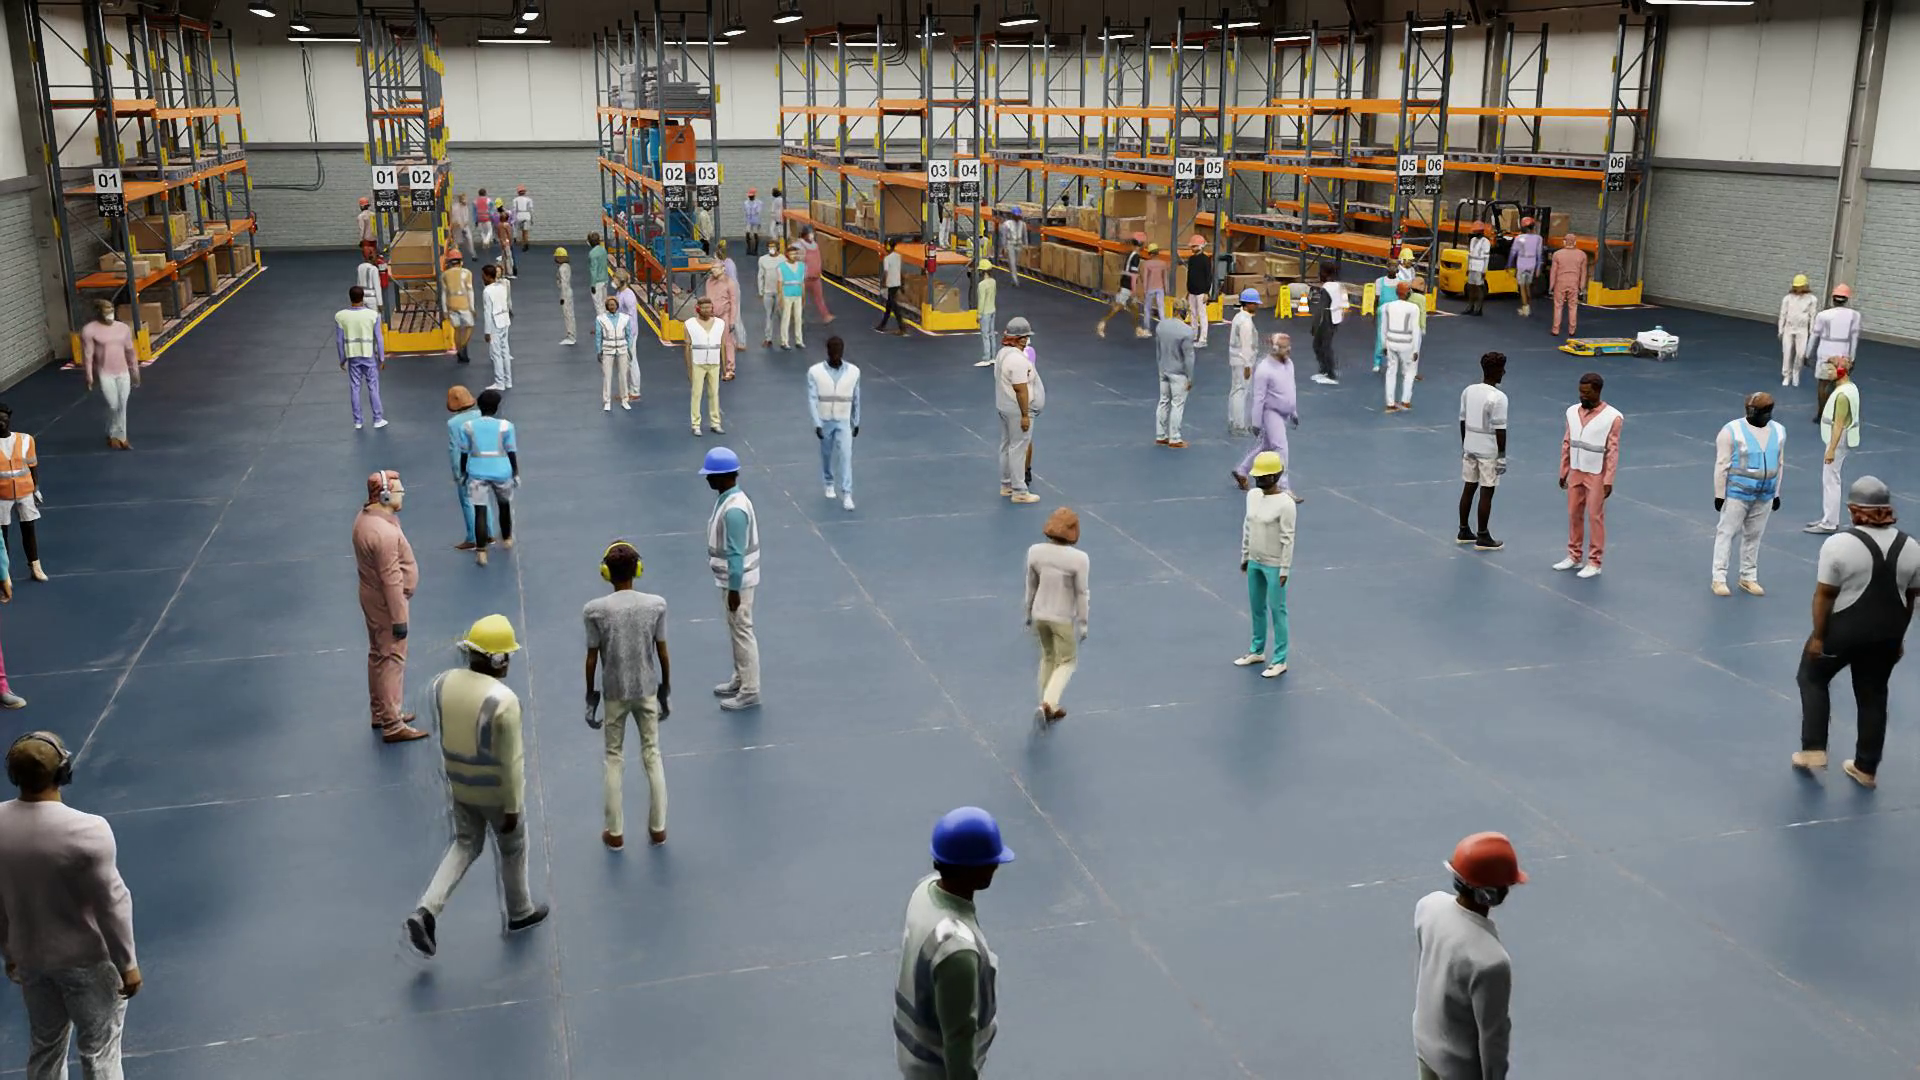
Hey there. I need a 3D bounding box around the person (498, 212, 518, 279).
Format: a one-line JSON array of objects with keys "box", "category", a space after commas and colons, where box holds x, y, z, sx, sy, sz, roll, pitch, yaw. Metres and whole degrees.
[{"box": [-11.200, -7.272, 41.073, 0.306, 1.638, 0.522, -14, 20, -43], "category": "person"}]

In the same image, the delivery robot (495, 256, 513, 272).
[{"box": [-11.526, -7.029, 42.055, 0.477, 0.478, 0.707, -7, 16, -24], "category": "delivery robot"}]

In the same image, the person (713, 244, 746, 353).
[{"box": [-4.110, -4.230, 29.160, 0.618, 1.903, 0.635, -9, 17, -30], "category": "person"}]

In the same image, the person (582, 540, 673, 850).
[{"box": [-1.961, 0.918, 9.845, 0.517, 1.858, 0.327, -5, 16, -19], "category": "person"}]

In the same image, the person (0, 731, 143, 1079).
[{"box": [-3.630, 1.691, 6.769, 0.636, 1.939, 0.363, 3, 15, 10], "category": "person"}]

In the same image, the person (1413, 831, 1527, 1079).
[{"box": [1.910, 1.911, 6.302, 0.337, 1.751, 0.567, -3, 15, -12], "category": "person"}]

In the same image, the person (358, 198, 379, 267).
[{"box": [-14.534, -7.391, 40.834, 0.379, 1.996, 0.610, 5, 16, 18], "category": "person"}]

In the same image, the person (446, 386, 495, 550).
[{"box": [-4.857, -0.718, 16.440, 0.299, 1.626, 0.520, 6, 16, 22], "category": "person"}]

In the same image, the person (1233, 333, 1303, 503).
[{"box": [3.452, -1.392, 18.521, 0.931, 1.877, 0.643, 11, 19, 37], "category": "person"}]

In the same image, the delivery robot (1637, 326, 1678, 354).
[{"box": [11.935, -3.413, 28.448, 0.477, 0.478, 0.707, -5, 16, -17], "category": "delivery robot"}]

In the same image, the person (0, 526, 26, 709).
[{"box": [-7.067, 0.315, 11.866, 0.415, 1.985, 0.611, 7, 17, 25], "category": "person"}]

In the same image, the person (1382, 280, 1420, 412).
[{"box": [6.287, -2.748, 23.594, 0.613, 1.868, 0.574, 13, 20, 40], "category": "person"}]

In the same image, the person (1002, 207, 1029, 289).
[{"box": [1.284, -6.922, 39.280, 0.612, 1.901, 1.008, -6, 16, -21], "category": "person"}]

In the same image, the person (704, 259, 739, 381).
[{"box": [-3.800, -3.473, 26.266, 0.643, 1.907, 0.411, 9, 17, 29], "category": "person"}]

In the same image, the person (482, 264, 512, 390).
[{"box": [-7.076, -3.242, 25.397, 0.390, 1.910, 0.583, 3, 15, 11], "category": "person"}]

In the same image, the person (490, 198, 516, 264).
[{"box": [-11.744, -7.872, 42.864, 0.605, 1.891, 0.915, 0, 15, 0], "category": "person"}]

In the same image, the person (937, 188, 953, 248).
[{"box": [-0.437, -9.608, 49.498, 0.430, 1.835, 0.631, 7, 16, 25], "category": "person"}]

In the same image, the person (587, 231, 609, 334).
[{"box": [-6.830, -4.858, 31.438, 0.365, 1.932, 0.629, 2, 15, 8], "category": "person"}]

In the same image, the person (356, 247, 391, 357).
[{"box": [-10.162, -4.115, 28.727, 0.576, 1.881, 0.354, 12, 19, 39], "category": "person"}]

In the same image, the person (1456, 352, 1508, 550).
[{"box": [5.178, -0.888, 16.418, 0.361, 1.964, 0.613, -6, 16, -22], "category": "person"}]

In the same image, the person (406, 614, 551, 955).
[{"box": [-2.511, 1.284, 8.576, 0.604, 1.799, 0.781, 8, 17, 29], "category": "person"}]

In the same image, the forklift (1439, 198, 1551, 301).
[{"box": [11.913, -6.508, 37.130, 2.313, 2.155, 1.214, -4, 15, -15], "category": "forklift"}]

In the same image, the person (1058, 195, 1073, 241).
[{"box": [3.030, -9.068, 47.767, 0.534, 1.673, 0.515, -4, 15, -15], "category": "person"}]

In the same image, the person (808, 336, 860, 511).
[{"box": [-1.370, -1.308, 18.208, 0.578, 1.866, 0.979, -3, 15, -10], "category": "person"}]

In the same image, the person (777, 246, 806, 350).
[{"box": [-2.998, -4.294, 29.494, 0.564, 1.836, 0.386, -12, 19, -38], "category": "person"}]

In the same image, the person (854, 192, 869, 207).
[{"box": [-2.731, -8.899, 46.891, 0.580, 1.804, 0.886, -6, 16, -22], "category": "person"}]

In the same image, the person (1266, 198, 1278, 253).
[{"box": [8.859, -8.857, 47.063, 0.397, 1.621, 0.538, 9, 17, 31], "category": "person"}]

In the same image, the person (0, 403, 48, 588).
[{"box": [-8.656, -0.416, 15.161, 0.535, 1.697, 0.318, -14, 21, -43], "category": "person"}]

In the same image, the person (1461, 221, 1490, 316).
[{"box": [10.567, -5.562, 34.064, 0.373, 1.934, 0.551, -6, 16, -21], "category": "person"}]

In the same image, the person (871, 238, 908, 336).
[{"box": [-1.327, -4.771, 31.313, 0.899, 1.822, 0.553, 8, 17, 27], "category": "person"}]

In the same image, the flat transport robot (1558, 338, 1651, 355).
[{"box": [11.303, -3.394, 29.101, 1.431, 0.197, 0.652, -3, 15, -10], "category": "flat transport robot"}]

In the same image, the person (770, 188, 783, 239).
[{"box": [-5.399, -9.387, 48.674, 0.723, 1.817, 0.651, -4, 15, -13], "category": "person"}]

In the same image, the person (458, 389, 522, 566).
[{"box": [-4.526, -0.629, 16.052, 0.587, 1.638, 0.843, -2, 15, -7], "category": "person"}]

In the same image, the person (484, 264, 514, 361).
[{"box": [-7.833, -3.868, 28.259, 0.312, 1.639, 0.518, 14, 20, 42], "category": "person"}]

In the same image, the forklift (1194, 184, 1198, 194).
[{"box": [7.392, -11.333, 53.972, 1.873, 2.768, 1.129, -4, 15, -15], "category": "forklift"}]

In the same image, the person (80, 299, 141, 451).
[{"box": [-10.648, -2.068, 20.936, 0.442, 1.924, 0.657, 10, 18, 33], "category": "person"}]

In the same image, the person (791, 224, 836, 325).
[{"box": [-2.949, -5.230, 32.617, 1.042, 2.000, 0.708, 12, 19, 38], "category": "person"}]

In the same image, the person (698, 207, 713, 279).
[{"box": [-6.267, -7.470, 41.163, 0.415, 1.985, 0.611, -1, 15, -4], "category": "person"}]
